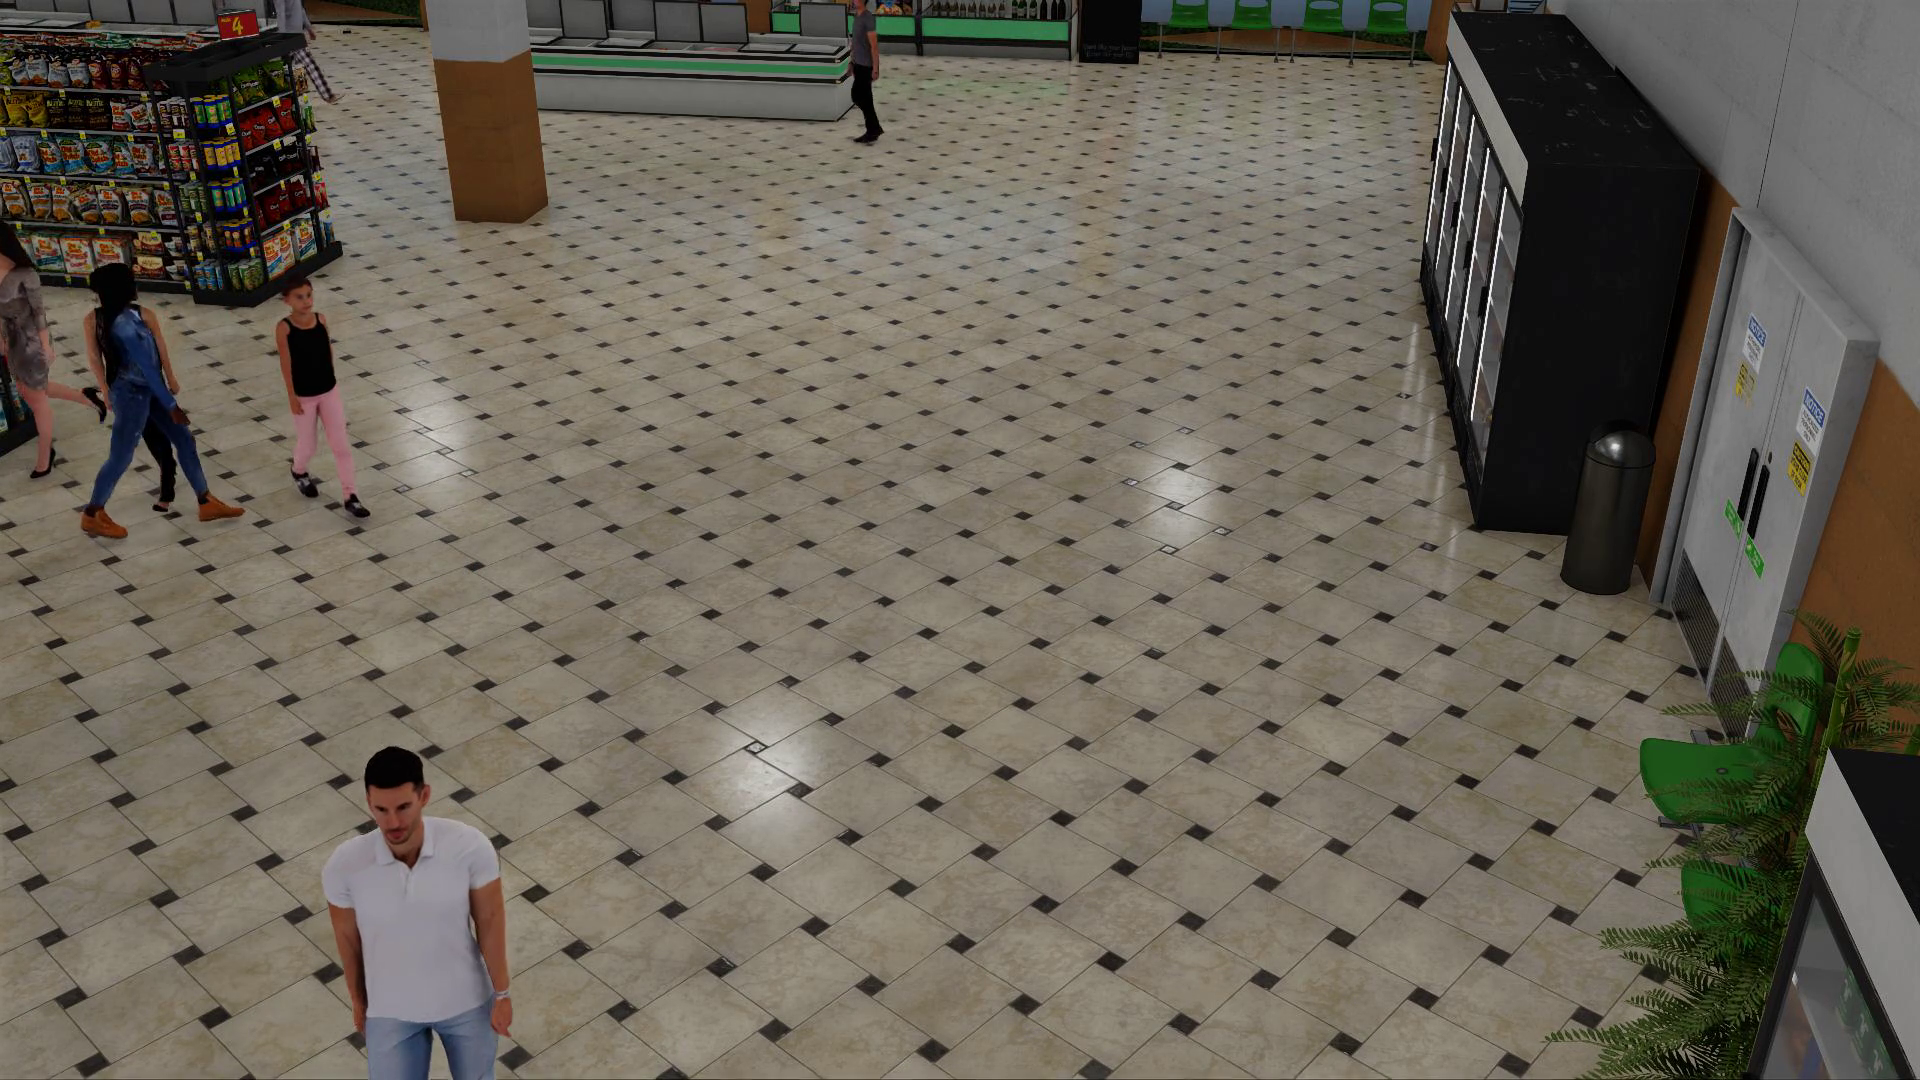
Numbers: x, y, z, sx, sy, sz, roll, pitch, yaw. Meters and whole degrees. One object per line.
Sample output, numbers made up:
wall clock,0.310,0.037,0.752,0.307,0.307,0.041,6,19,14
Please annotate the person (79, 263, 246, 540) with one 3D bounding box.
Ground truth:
person,-4.990,-0.771,9.915,1.231,1.667,1.004,-10,29,-19

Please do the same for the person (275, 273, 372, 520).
person,-4.046,-0.899,10.309,1.063,1.539,0.893,24,36,39

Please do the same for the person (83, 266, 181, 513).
person,-5.142,-0.974,10.436,1.065,1.557,0.899,-6,27,-11

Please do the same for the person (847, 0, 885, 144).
person,-1.009,-5.421,18.997,0.775,1.746,0.748,-9,28,-18

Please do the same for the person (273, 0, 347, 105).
person,-8.357,-6.263,20.592,1.187,1.804,0.824,-1,27,-2

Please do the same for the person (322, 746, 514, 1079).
person,-1.715,1.420,5.394,0.772,1.848,0.867,-7,28,-14

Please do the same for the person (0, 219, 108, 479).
person,-6.003,-1.279,10.852,0.960,1.725,0.823,13,30,23
